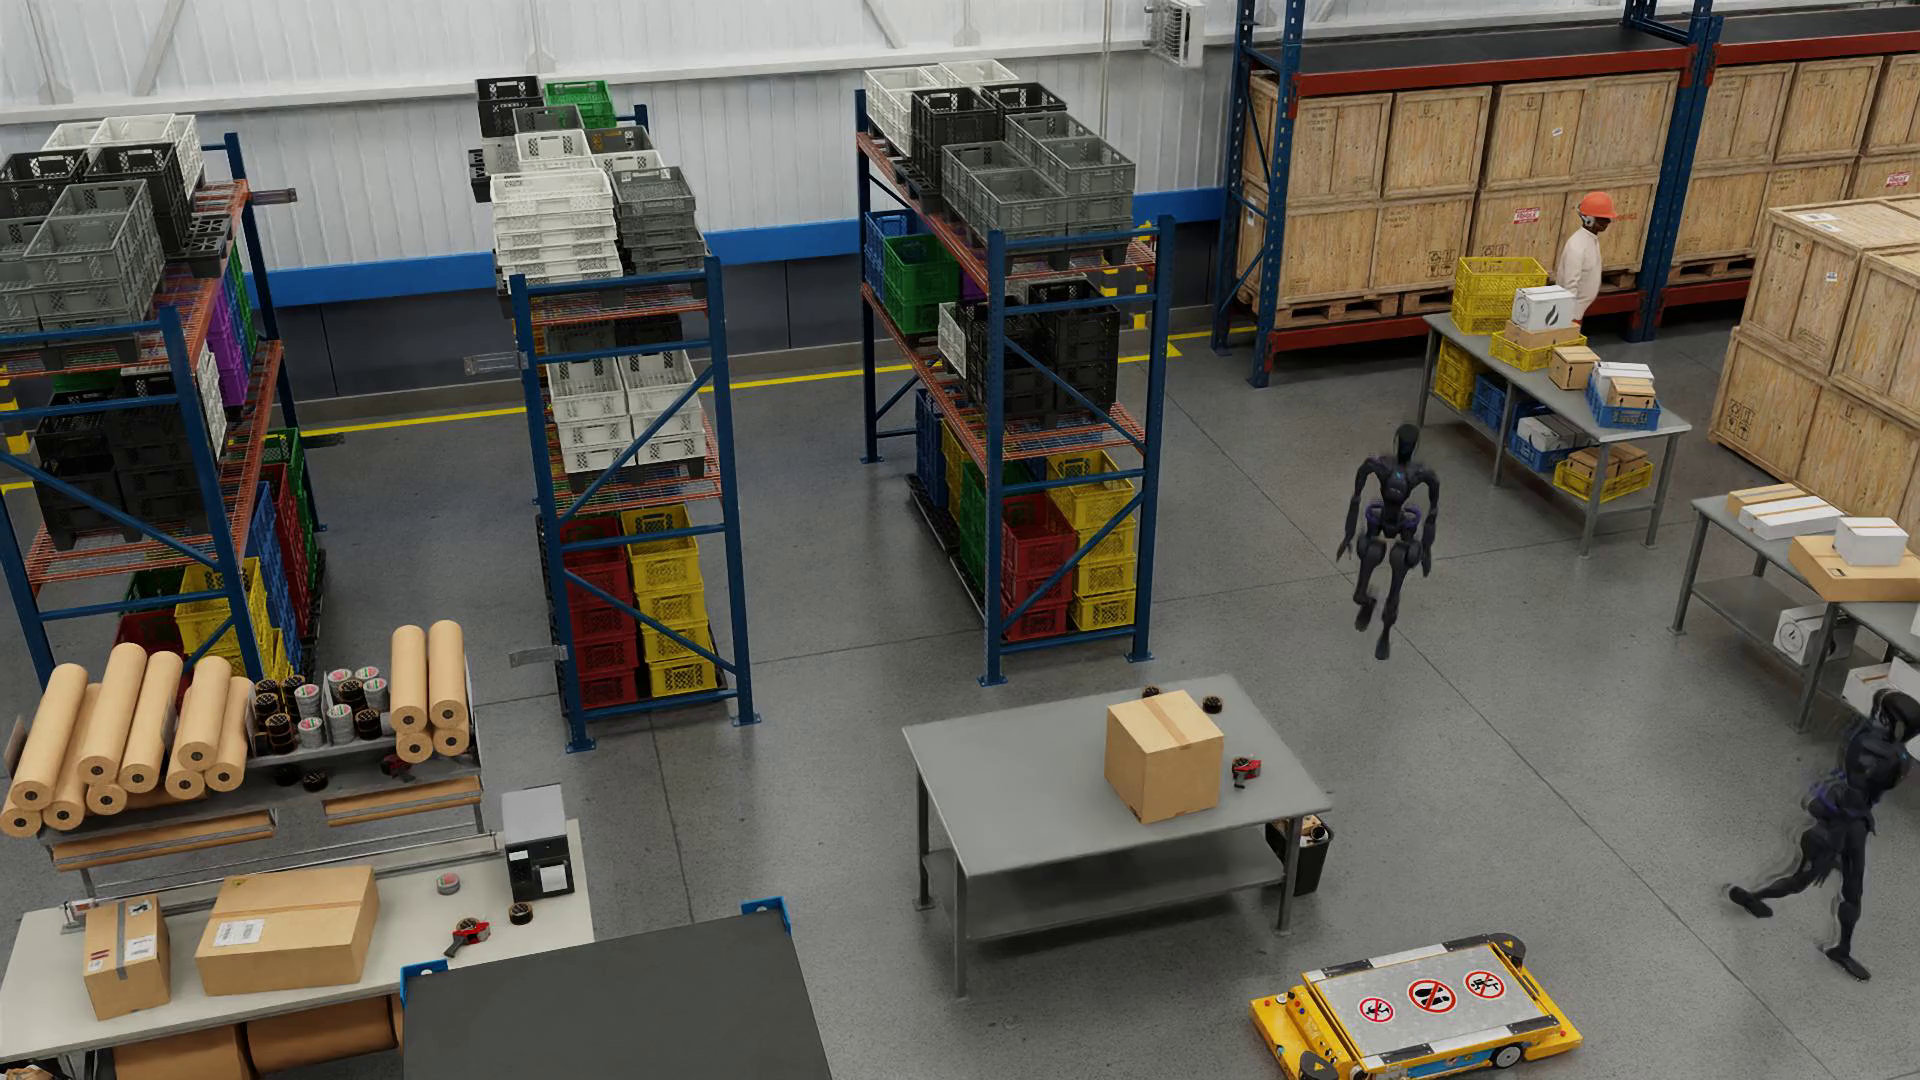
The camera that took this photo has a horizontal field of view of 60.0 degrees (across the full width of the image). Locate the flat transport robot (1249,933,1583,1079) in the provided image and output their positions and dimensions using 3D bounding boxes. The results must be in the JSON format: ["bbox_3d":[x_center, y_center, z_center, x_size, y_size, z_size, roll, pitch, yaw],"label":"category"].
[{"bbox_3d":[2.184,2.282,7.980,1.431,0.197,0.652,-8,30,-14],"label":"flat transport robot"}]

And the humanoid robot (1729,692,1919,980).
[{"bbox_3d":[4.340,1.373,8.248,0.590,1.618,0.727,-17,33,-29],"label":"humanoid robot"}]

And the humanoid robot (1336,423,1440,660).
[{"bbox_3d":[2.762,-0.016,10.730,0.612,1.651,0.375,10,30,18],"label":"humanoid robot"}]

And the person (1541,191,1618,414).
[{"bbox_3d":[5.140,-1.938,13.897,0.389,1.995,0.611,15,32,26],"label":"person"}]
